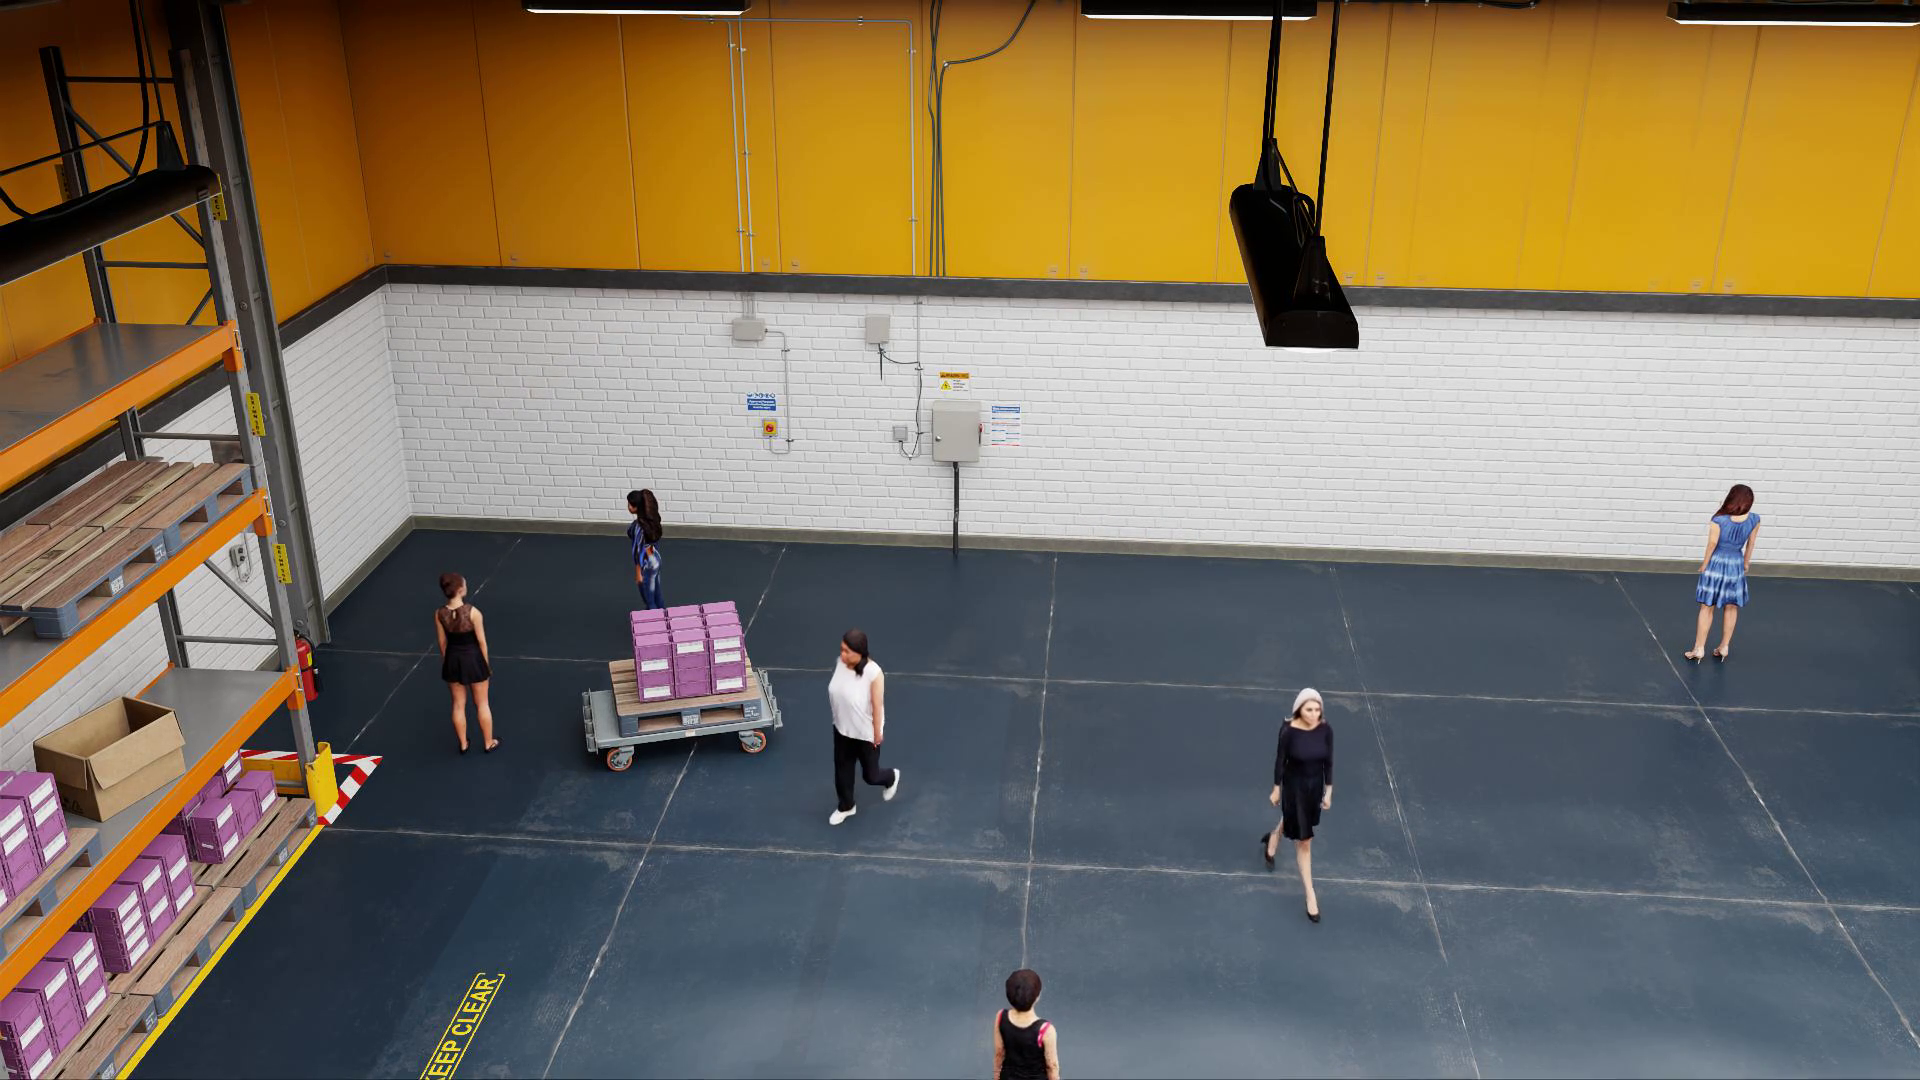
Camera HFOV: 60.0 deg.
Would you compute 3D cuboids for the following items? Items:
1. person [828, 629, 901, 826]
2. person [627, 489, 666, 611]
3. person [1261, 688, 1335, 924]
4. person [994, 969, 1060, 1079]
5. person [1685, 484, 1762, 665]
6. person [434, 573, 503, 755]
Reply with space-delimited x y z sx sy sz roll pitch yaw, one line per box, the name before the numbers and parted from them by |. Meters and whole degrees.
person | -0.779 1.456 13.187 0.928 1.670 1.009 21 31 40
person | -3.002 0.254 16.000 0.655 1.619 0.470 2 24 4
person | 2.484 1.850 12.256 0.854 1.694 1.245 -6 24 -12
person | 0.349 3.150 9.487 0.848 1.529 1.053 15 28 30
person | 7.170 0.318 15.622 0.703 1.804 0.620 -2 24 -4
person | -4.206 1.046 14.114 0.574 1.679 0.563 1 24 2
